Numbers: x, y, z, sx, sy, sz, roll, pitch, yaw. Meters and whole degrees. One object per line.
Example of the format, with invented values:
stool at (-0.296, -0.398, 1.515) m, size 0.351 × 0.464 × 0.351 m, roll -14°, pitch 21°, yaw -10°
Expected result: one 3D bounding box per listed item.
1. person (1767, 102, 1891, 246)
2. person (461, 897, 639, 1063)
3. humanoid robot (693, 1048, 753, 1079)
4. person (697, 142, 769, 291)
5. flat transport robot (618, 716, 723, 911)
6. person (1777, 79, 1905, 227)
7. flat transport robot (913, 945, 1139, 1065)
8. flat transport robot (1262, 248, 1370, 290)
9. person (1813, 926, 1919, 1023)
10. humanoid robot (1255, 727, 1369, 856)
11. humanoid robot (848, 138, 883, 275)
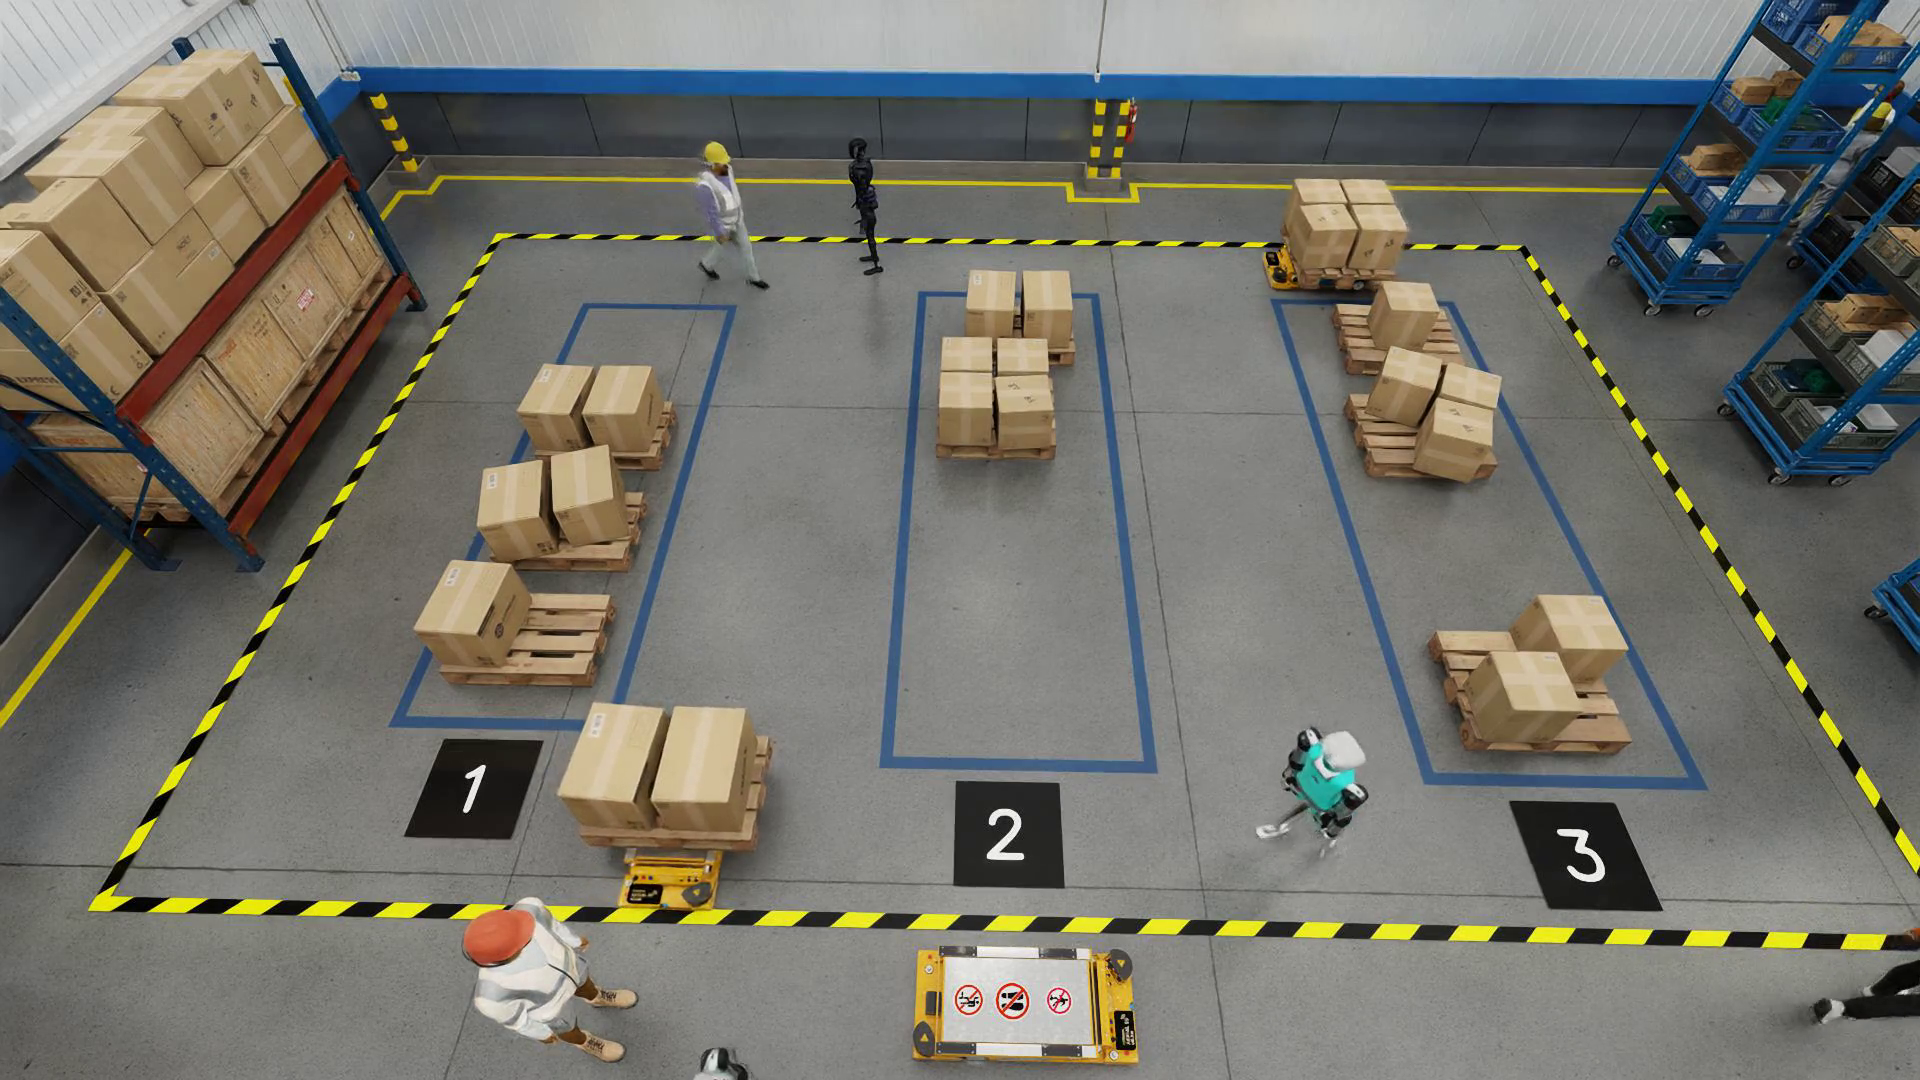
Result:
person at (10.597, -4.440, 11.158) m, size 0.304 × 1.735 × 0.484 m, roll -33°, pitch 58°, yaw -24°
person at (-2.326, 2.543, 5.267) m, size 0.366 × 2.047 × 0.606 m, roll 3°, pitch 51°, yaw 2°
humanoid robot at (-1.029, 3.166, 4.949) m, size 0.990 × 1.734 × 0.550 m, roll -3°, pitch 51°, yaw -2°
person at (-2.745, -3.701, 10.518) m, size 0.818 × 1.803 × 0.585 m, roll 22°, pitch 54°, yaw 17°
flat transport robot at (-2.047, 1.998, 6.839) m, size 0.652 × 0.197 × 1.431 m, roll 1°, pitch 51°, yaw 1°
person at (10.970, -4.766, 11.358) m, size 0.390 × 1.838 × 0.563 m, roll 13°, pitch 52°, yaw 10°
flat transport robot at (0.422, 3.041, 6.007) m, size 1.431 × 0.231 × 0.659 m, roll 1°, pitch 51°, yaw 1°
flat transport robot at (4.483, -3.337, 11.188) m, size 1.431 × 0.197 × 0.652 m, roll 1°, pitch 51°, yaw 1°
person at (5.939, 2.526, 5.421) m, size 0.745 × 1.827 × 0.591 m, roll 1°, pitch 51°, yaw 1°
humanoid robot at (2.518, 1.686, 6.181) m, size 0.813 × 1.798 × 0.536 m, roll -22°, pitch 54°, yaw -17°
humanoid robot at (-1.121, -3.910, 10.753) m, size 0.315 × 1.659 × 0.599 m, roll -8°, pitch 51°, yaw -7°
